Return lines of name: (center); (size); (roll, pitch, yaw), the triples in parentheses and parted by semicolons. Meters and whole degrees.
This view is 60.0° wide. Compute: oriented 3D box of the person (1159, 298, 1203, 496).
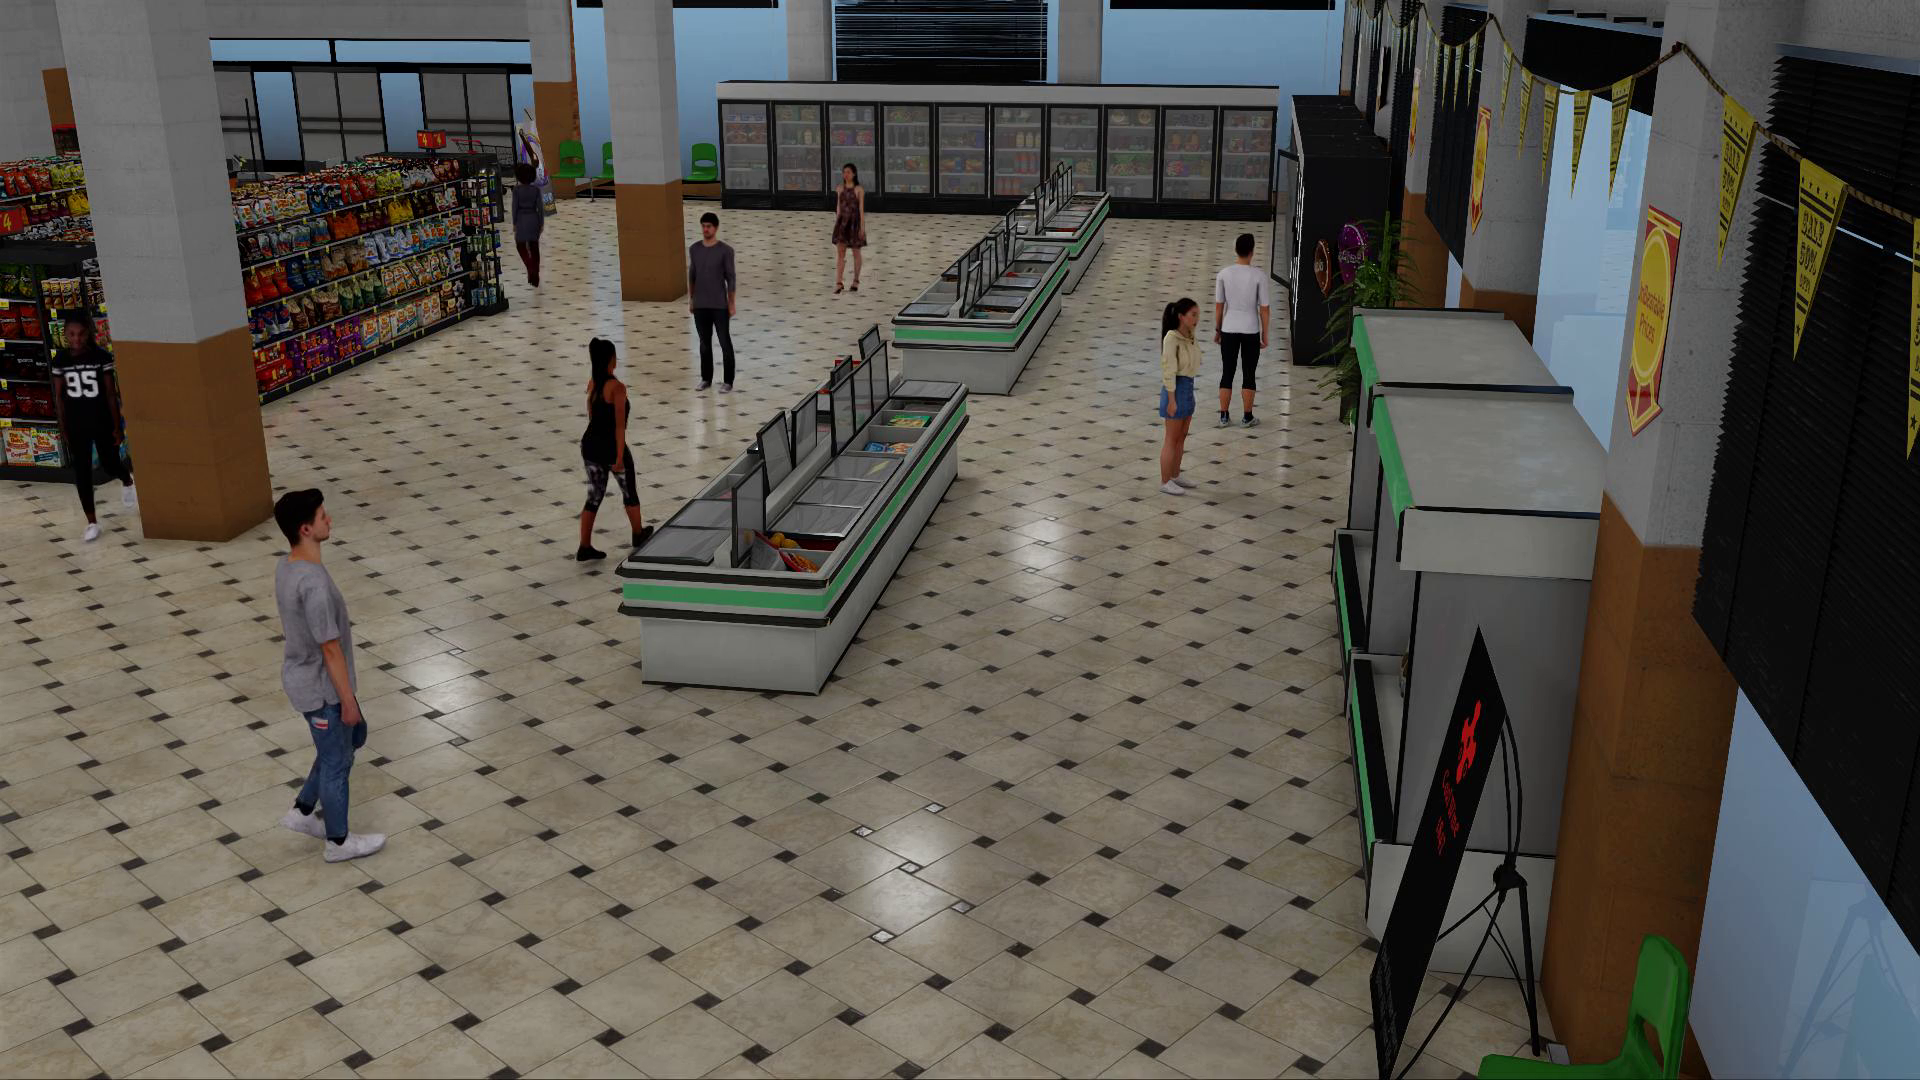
person: (1.822, -1.210, 13.874); (0.773, 1.633, 0.630); (11, 22, 29)

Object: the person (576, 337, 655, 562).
person: (-2.643, -0.630, 12.155); (0.853, 1.633, 1.075); (15, 23, 37)

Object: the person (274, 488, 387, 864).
person: (-3.108, 0.697, 7.888); (0.923, 1.845, 0.859); (-12, 22, -31)

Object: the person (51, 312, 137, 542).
person: (-6.649, -0.897, 12.809); (0.852, 1.722, 1.038); (-4, 19, -12)

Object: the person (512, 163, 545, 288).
person: (-5.972, -4.339, 23.054); (0.779, 1.698, 0.844); (-9, 21, -25)

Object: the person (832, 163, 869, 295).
person: (-1.447, -4.219, 22.621); (0.703, 1.746, 1.017); (6, 20, 17)

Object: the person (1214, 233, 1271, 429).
person: (2.676, -1.994, 15.859); (0.715, 1.851, 0.622); (7, 20, 20)

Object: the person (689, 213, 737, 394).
person: (-2.569, -2.473, 17.279); (0.723, 1.852, 0.619); (7, 20, 20)
